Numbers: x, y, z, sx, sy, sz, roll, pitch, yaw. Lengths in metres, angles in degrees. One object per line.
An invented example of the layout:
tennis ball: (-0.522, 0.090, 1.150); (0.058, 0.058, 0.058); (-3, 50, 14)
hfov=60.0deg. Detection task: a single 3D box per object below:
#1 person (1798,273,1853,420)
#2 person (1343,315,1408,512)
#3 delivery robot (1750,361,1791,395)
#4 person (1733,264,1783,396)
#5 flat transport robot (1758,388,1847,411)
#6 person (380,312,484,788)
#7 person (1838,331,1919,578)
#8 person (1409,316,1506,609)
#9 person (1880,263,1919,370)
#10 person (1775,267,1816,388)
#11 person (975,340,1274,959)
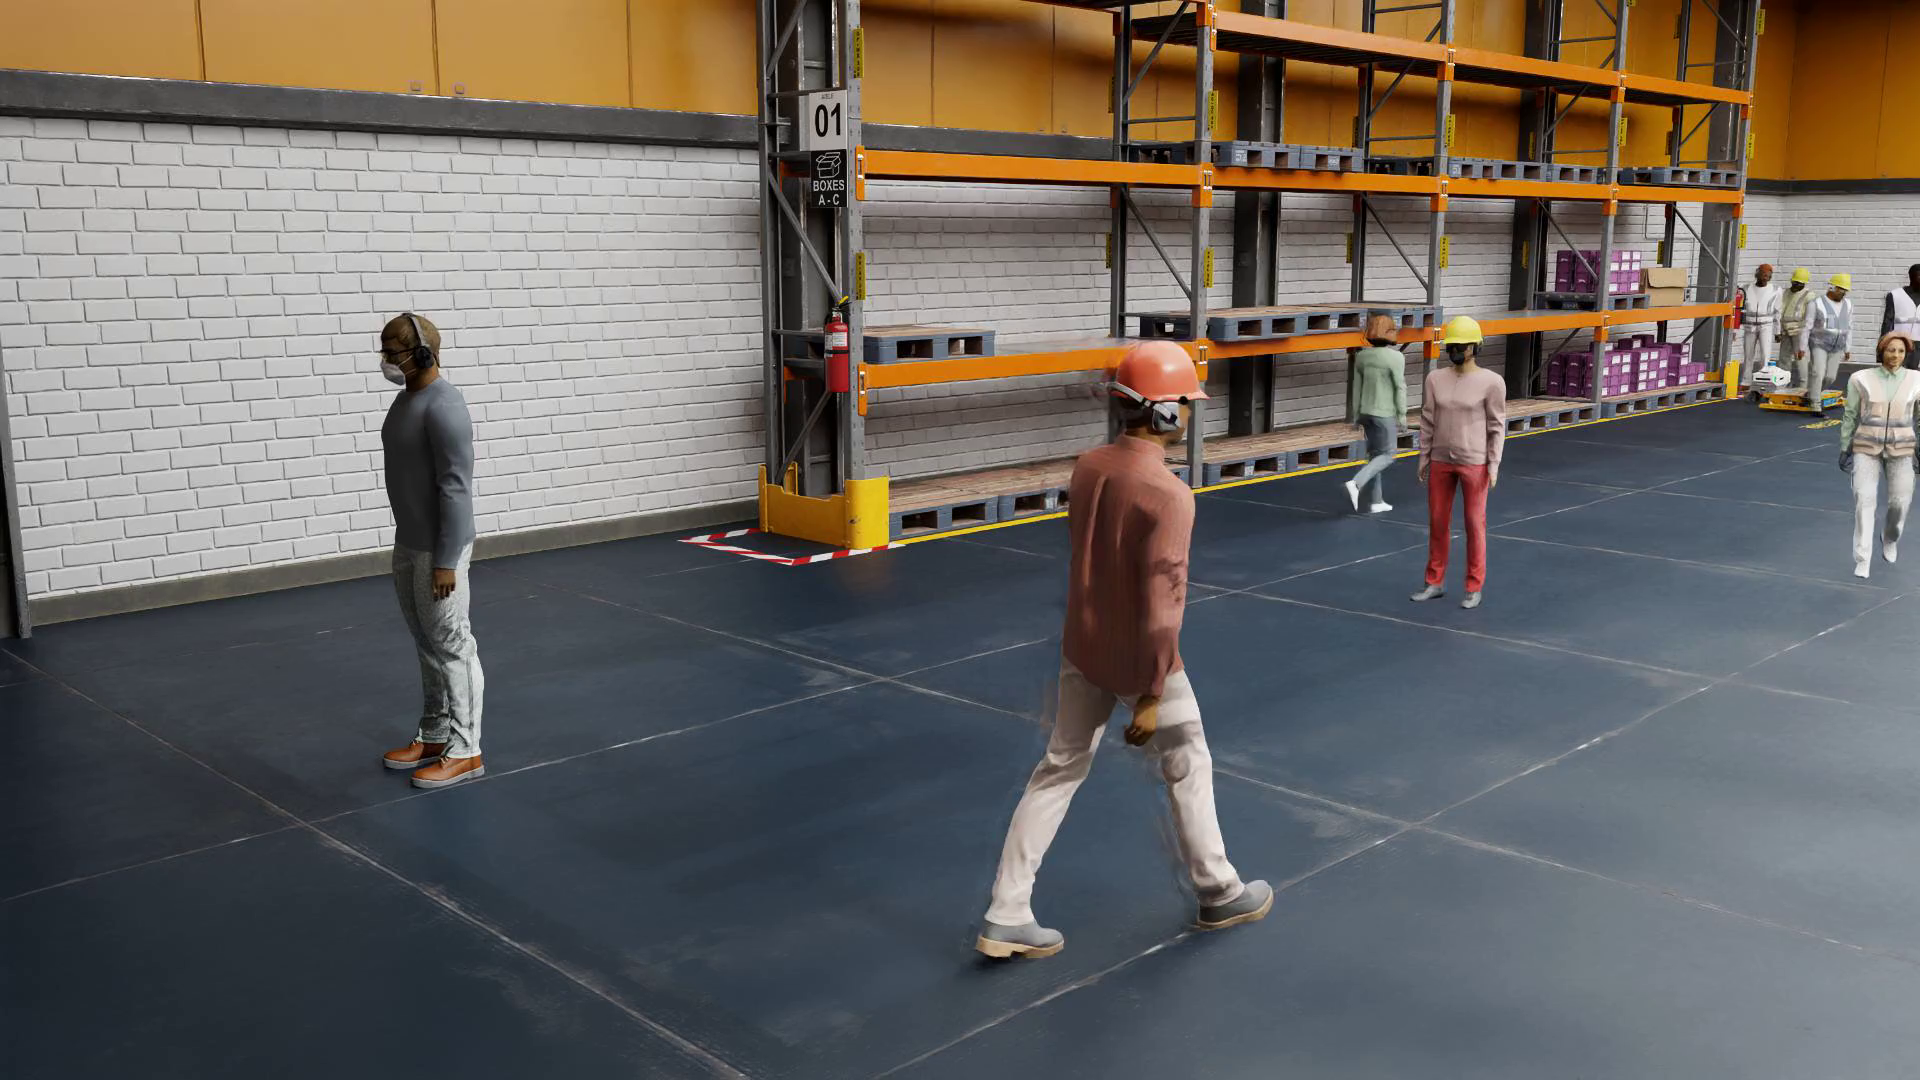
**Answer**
person: (10.638, -2.399, 20.519); (0.633, 1.791, 0.679); (-1, 10, -7)
person: (3.300, -0.993, 13.309); (0.595, 1.612, 0.504); (-6, 12, -31)
delivery robot: (10.845, -2.147, 22.249); (0.477, 0.478, 0.707); (9, 14, 40)
person: (11.228, -2.957, 23.436); (0.641, 1.844, 0.697); (7, 13, 35)
flat transport robot: (10.914, -1.820, 21.500); (0.652, 0.197, 1.431); (10, 14, 42)
person: (-2.181, 0.038, 6.824); (0.373, 1.938, 0.630); (-8, 13, -36)
person: (6.140, -0.581, 11.060); (0.533, 1.622, 0.647); (5, 11, 24)
person: (3.001, -0.465, 10.034); (0.533, 1.766, 0.331); (9, 14, 41)
person: (11.365, -2.351, 19.933); (0.626, 1.902, 0.460); (0, 10, -1)
person: (11.689, -2.915, 23.303); (0.405, 1.805, 0.637); (-2, 11, -12)
person: (0.506, 0.348, 5.171); (1.078, 1.936, 0.605); (-7, 12, -33)
